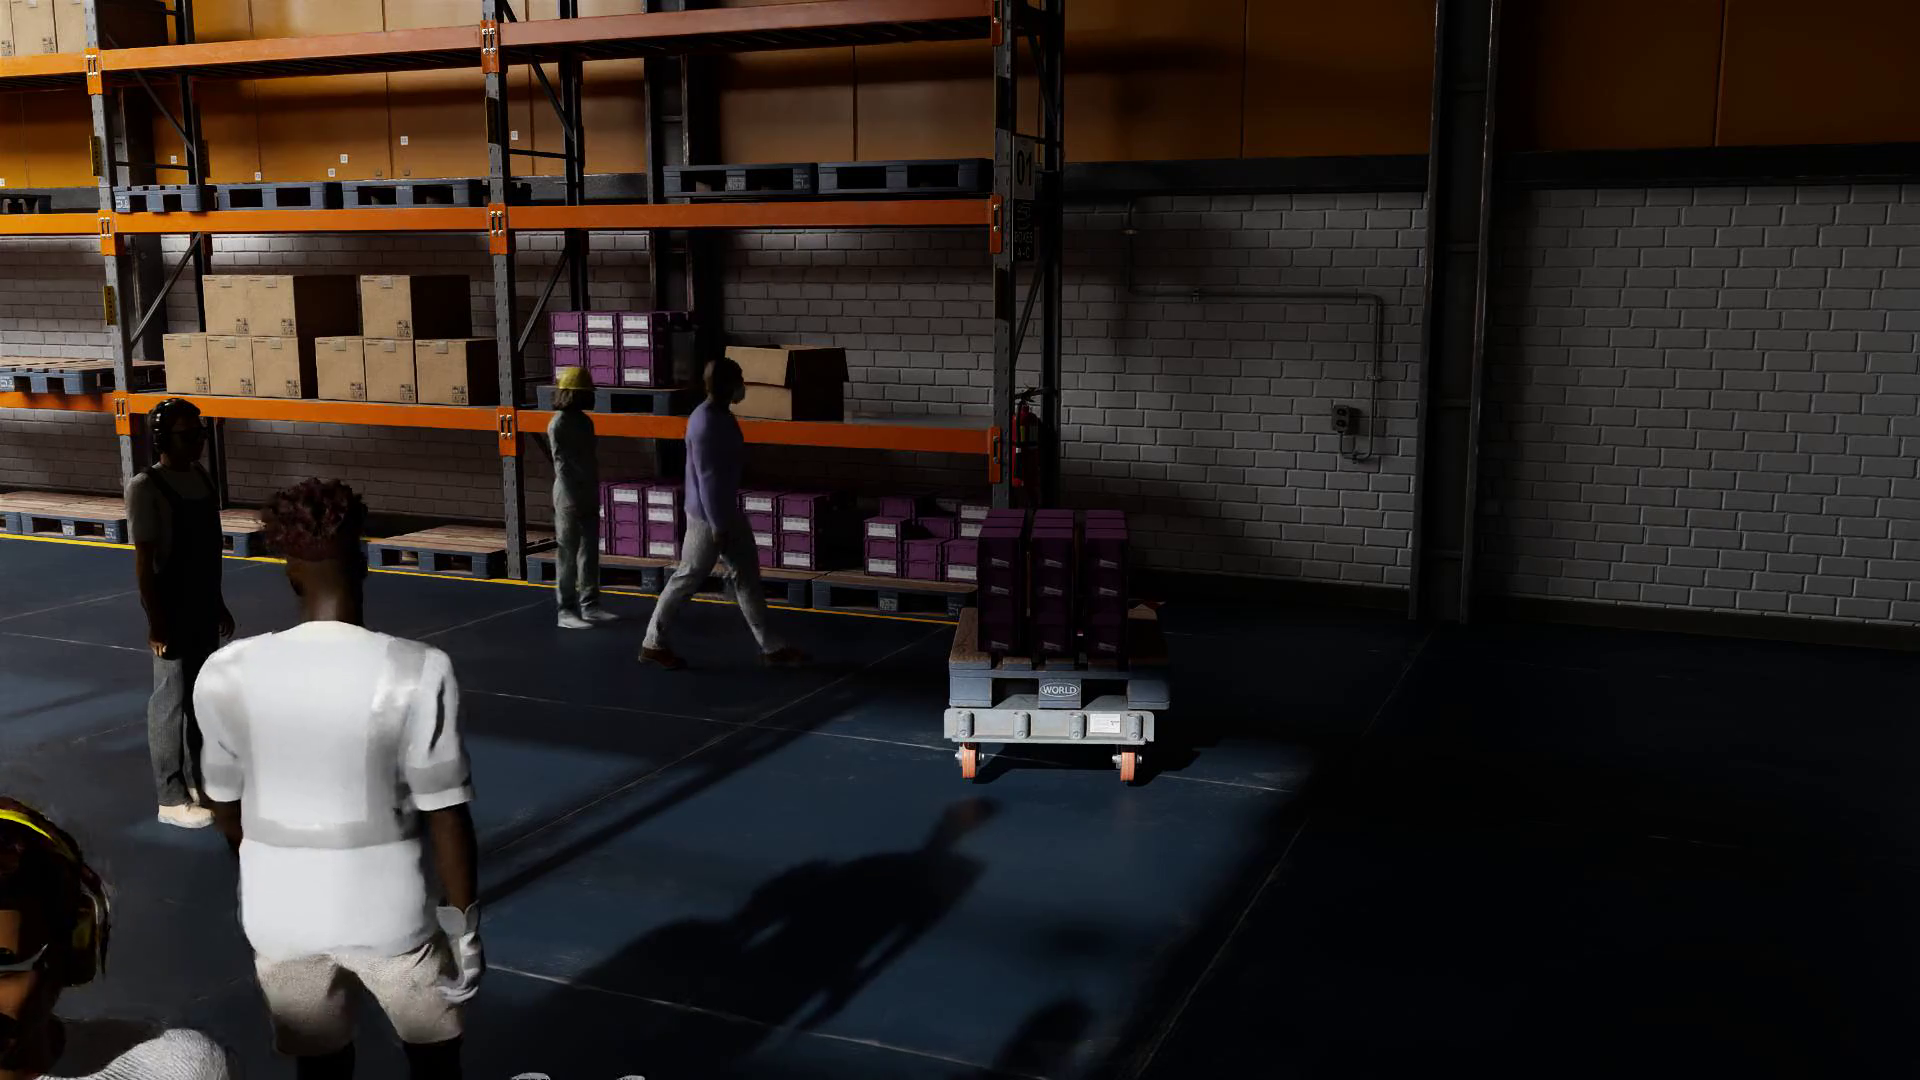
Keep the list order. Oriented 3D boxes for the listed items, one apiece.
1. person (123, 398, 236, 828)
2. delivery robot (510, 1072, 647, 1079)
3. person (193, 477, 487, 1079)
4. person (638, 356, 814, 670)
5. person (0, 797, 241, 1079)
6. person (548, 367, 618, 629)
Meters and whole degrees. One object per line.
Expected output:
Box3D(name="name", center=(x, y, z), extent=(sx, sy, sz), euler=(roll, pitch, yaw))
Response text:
Box3D(name="person", center=(-3.353, 0.307, 7.221), extent=(0.345, 1.847, 0.504), euler=(2, 10, 9))
Box3D(name="delivery robot", center=(-0.981, 1.471, 3.825), extent=(0.707, 0.478, 0.477), euler=(-7, 12, -38))
Box3D(name="person", center=(-1.383, 0.823, 3.811), extent=(0.657, 1.944, 0.483), euler=(0, 9, 2))
Box3D(name="person", center=(-1.447, -0.145, 9.821), extent=(1.043, 1.888, 0.654), euler=(1, 10, 6))
Box3D(name="person", center=(-1.094, 1.207, 1.890), extent=(0.541, 1.831, 0.874), euler=(-2, 10, -11))
Box3D(name="person", center=(-2.524, -0.278, 11.051), extent=(0.316, 1.743, 0.495), euler=(3, 10, 19))
